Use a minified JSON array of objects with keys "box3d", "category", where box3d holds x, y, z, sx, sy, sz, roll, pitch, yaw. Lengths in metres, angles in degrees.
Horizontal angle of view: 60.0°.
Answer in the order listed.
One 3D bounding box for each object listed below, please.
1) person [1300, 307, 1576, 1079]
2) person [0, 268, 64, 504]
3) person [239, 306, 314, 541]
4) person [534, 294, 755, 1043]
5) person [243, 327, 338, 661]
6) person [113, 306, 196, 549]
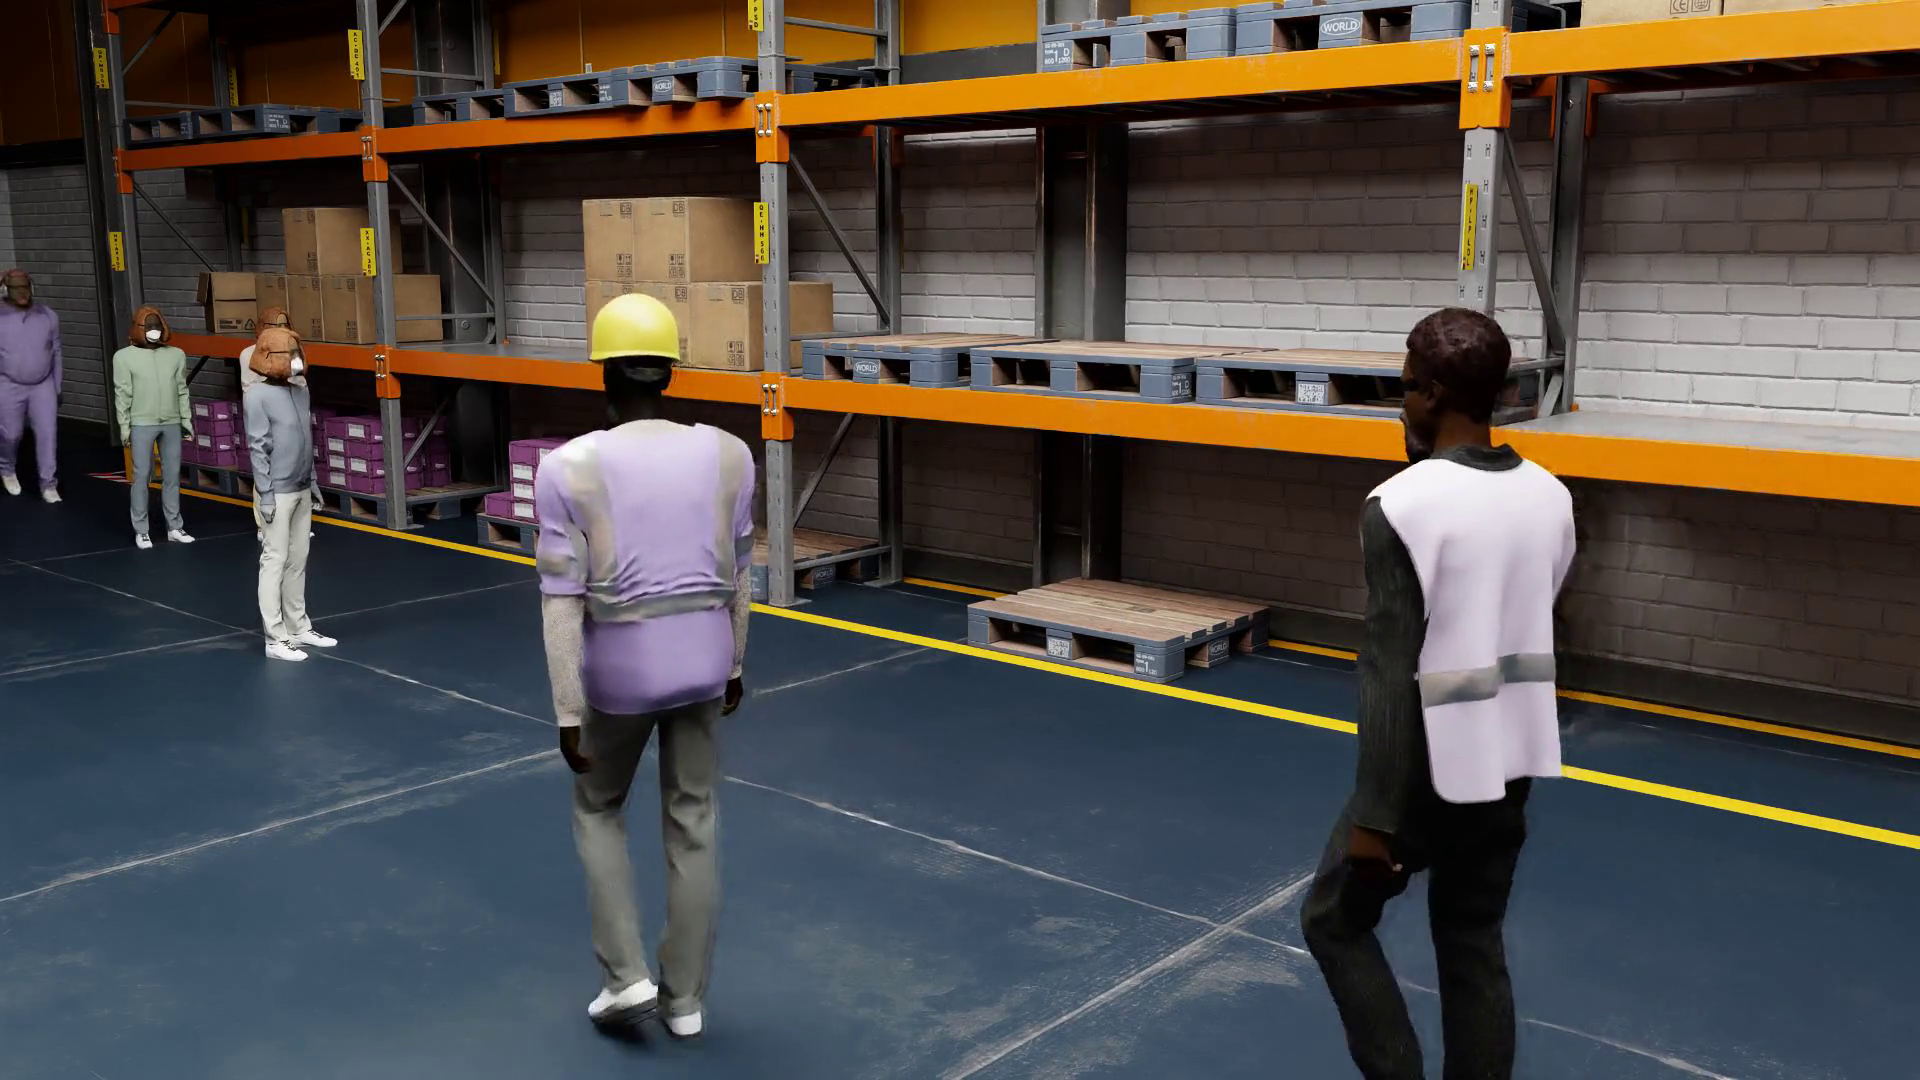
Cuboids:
[{"box3d":[0.991,0.475,3.465,0.620,1.899,0.499,-7,12,-35],"category":"person"},{"box3d":[-7.557,-1.244,13.366,0.653,1.874,0.898,-9,14,-43],"category":"person"},{"box3d":[-4.716,-0.796,11.498,0.277,1.628,0.497,7,12,34],"category":"person"},{"box3d":[-0.792,0.336,4.240,0.593,1.906,0.437,-5,11,-28],"category":"person"},{"box3d":[-3.333,-0.231,8.246,0.285,1.636,0.500,1,10,7],"category":"person"},{"box3d":[-5.461,-0.765,11.300,0.267,1.629,0.507,8,13,38],"category":"person"}]
